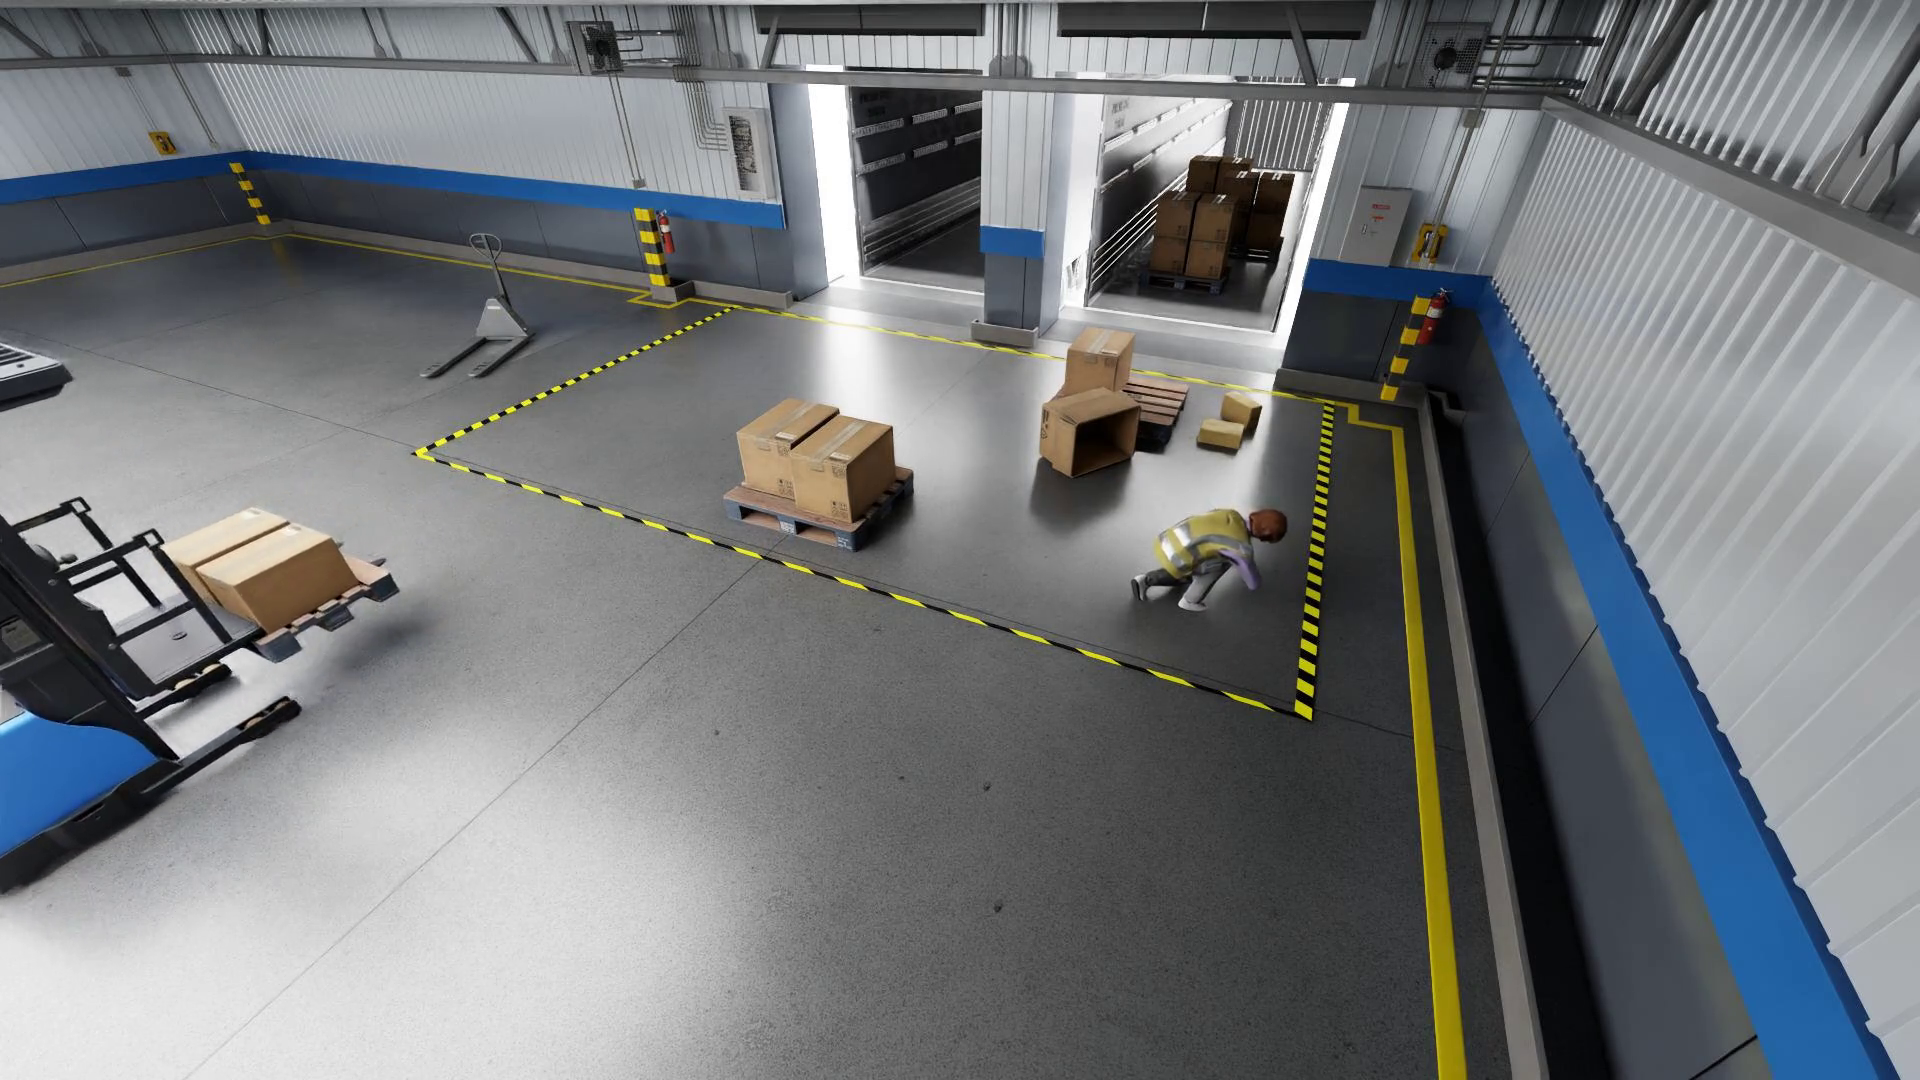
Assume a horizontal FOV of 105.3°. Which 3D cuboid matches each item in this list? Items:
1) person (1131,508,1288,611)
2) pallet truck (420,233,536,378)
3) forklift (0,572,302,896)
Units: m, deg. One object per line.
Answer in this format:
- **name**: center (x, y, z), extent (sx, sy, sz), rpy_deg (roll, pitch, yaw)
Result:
- **person**: center (1.624, 0.091, 4.922), extent (0.925, 0.799, 0.657), rpy_deg (-3, 36, -4)
- **pallet truck**: center (-5.664, -2.712, 8.427), extent (0.680, 1.201, 1.601), rpy_deg (0, 35, -1)
- **forklift**: center (-4.509, 0.543, 3.167), extent (0.716, 2.013, 0.776), rpy_deg (15, 38, 20)
